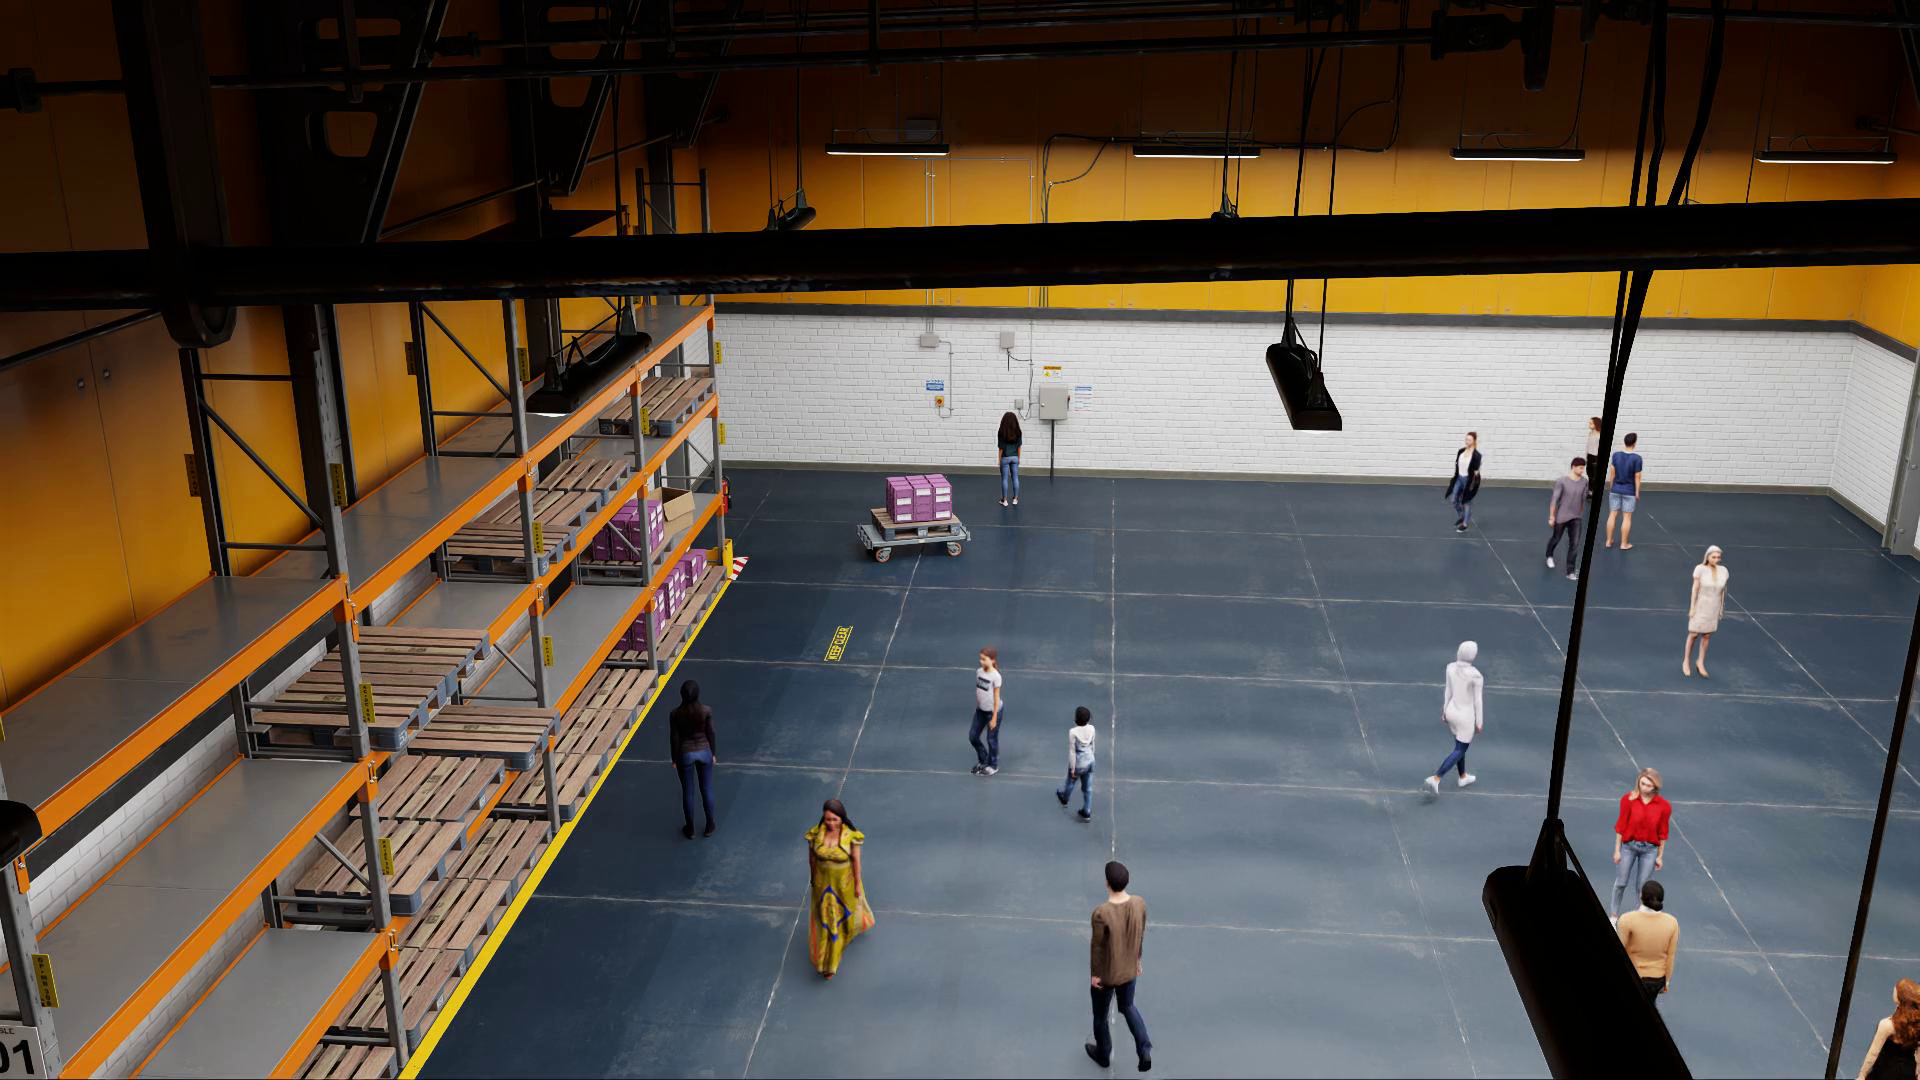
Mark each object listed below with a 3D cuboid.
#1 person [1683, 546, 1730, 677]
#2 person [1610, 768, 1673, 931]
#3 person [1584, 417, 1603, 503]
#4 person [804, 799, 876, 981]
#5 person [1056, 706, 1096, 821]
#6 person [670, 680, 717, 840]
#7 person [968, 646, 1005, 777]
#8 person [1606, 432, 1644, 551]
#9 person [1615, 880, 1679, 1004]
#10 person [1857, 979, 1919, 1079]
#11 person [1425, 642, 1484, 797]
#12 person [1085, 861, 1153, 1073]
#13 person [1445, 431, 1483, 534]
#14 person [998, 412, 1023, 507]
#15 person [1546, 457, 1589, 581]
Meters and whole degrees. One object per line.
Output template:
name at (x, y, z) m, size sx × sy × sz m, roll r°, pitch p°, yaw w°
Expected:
person at (9.506, 0.899, 21.214) m, size 0.616 × 1.734 × 0.579 m, roll 0°, pitch 19°, yaw -1°
person at (6.286, 2.871, 15.401) m, size 0.661 × 1.707 × 0.594 m, roll 6°, pitch 20°, yaw 17°
person at (10.831, -1.380, 28.384) m, size 0.671 × 1.477 × 0.549 m, roll -5°, pitch 19°, yaw -14°
person at (-1.102, 3.052, 14.987) m, size 0.800 × 1.629 × 1.282 m, roll 0°, pitch 19°, yaw 0°
person at (1.307, 2.379, 17.599) m, size 0.708 × 1.237 × 0.871 m, roll -7°, pitch 20°, yaw -21°
person at (-2.745, 2.252, 17.179) m, size 0.688 × 1.746 × 0.677 m, roll -5°, pitch 19°, yaw -13°
person at (0.370, 1.883, 18.573) m, size 0.732 × 1.555 × 0.676 m, roll -18°, pitch 25°, yaw -42°
person at (10.374, -0.774, 26.006) m, size 0.705 × 1.846 × 0.722 m, roll 14°, pitch 23°, yaw 36°
person at (5.463, 3.554, 13.328) m, size 0.659 × 1.735 × 1.026 m, roll 1°, pitch 19°, yaw 4°
person at (6.922, 3.988, 12.231) m, size 0.713 × 1.614 × 0.747 m, roll -7°, pitch 20°, yaw -20°
person at (5.384, 1.962, 18.042) m, size 1.102 × 1.746 × 1.097 m, roll -12°, pitch 22°, yaw -32°
person at (1.291, 3.477, 13.344) m, size 0.967 × 1.873 × 1.077 m, roll -11°, pitch 22°, yaw -30°
person at (8.207, -0.947, 26.790) m, size 0.844 × 1.674 × 0.783 m, roll -13°, pitch 23°, yaw -34°
person at (0.838, -1.389, 28.192) m, size 0.680 × 1.617 × 0.698 m, roll -5°, pitch 19°, yaw -14°
person at (9.037, -0.364, 24.857) m, size 0.814 × 1.804 × 1.230 m, roll 0°, pitch 19°, yaw -1°
